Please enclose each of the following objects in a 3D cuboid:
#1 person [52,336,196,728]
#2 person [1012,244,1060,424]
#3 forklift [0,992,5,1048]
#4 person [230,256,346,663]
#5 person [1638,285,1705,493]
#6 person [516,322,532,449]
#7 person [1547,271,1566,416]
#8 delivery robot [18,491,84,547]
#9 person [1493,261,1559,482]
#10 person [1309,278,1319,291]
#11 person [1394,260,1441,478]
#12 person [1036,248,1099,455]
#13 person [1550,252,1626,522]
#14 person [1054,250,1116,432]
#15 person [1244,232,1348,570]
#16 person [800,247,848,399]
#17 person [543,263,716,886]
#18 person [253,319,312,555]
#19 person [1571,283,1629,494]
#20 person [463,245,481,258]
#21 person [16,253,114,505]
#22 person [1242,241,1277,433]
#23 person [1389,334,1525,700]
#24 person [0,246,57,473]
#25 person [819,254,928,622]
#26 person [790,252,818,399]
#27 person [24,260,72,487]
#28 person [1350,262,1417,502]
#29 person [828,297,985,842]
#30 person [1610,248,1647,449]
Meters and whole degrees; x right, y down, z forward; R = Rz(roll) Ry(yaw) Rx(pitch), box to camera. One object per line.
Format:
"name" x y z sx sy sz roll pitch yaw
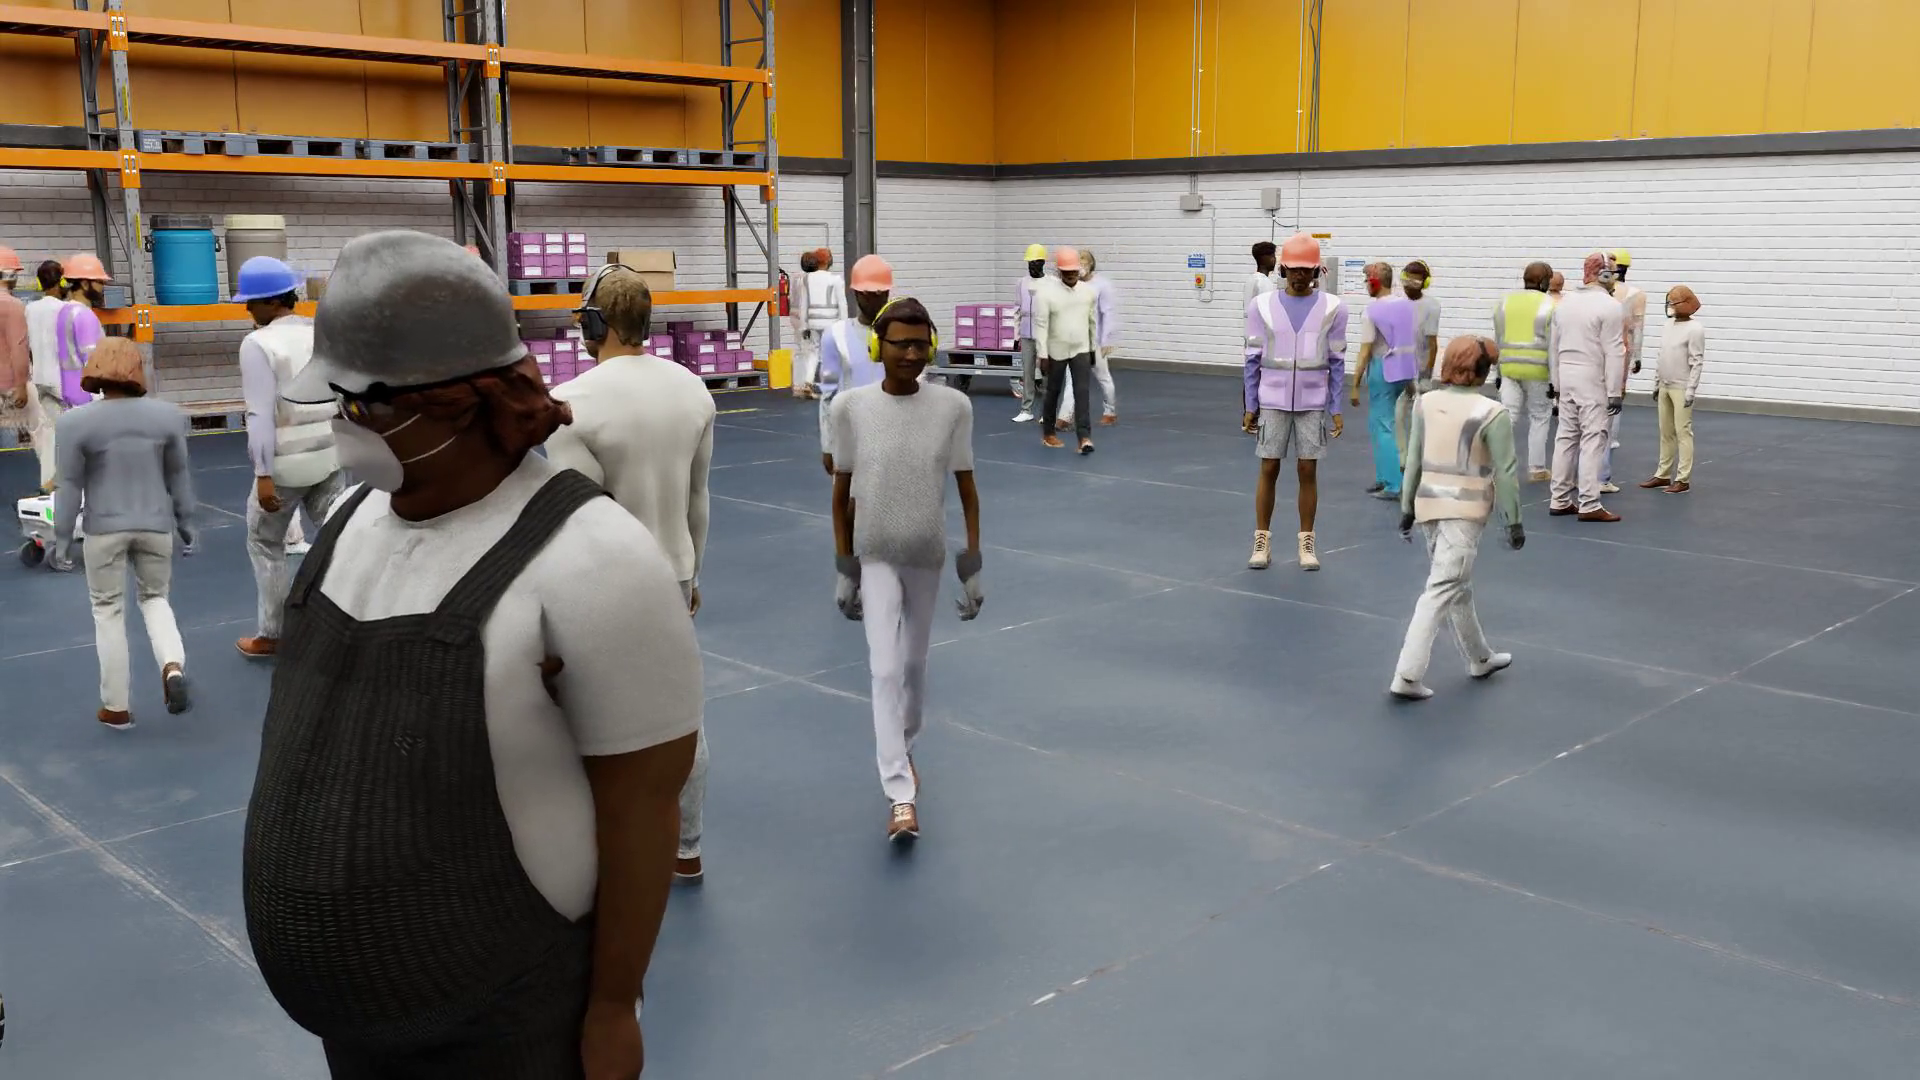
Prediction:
"person" -3.387 -0.018 6.785 0.552 1.610 0.448 -9 14 -42
"person" 0.829 -2.220 17.960 0.588 1.927 0.371 6 12 31
"forklift" -3.245 0.323 3.363 2.313 2.155 1.214 2 11 13
"person" -3.118 -0.341 7.718 0.780 1.912 0.654 5 12 25
"person" 5.644 -1.186 13.125 0.284 1.633 0.498 -2 11 -11
"person" -2.250 -0.287 7.842 0.920 1.781 0.572 -7 12 -33
"person" 6.565 -2.165 18.461 0.544 1.623 0.372 4 11 20
"delivery robot" -5.424 -0.181 10.307 0.477 0.478 0.707 5 13 28
"person" 4.572 -1.346 13.490 0.763 1.821 0.632 -9 14 -42
"person" 4.171 -2.453 20.070 0.522 1.619 0.375 -3 11 -16
"person" 3.732 -1.364 13.573 0.576 1.821 0.547 -7 12 -32
"person" 1.007 -1.762 15.527 0.650 1.907 1.065 -2 11 -12
"person" 4.491 -1.086 11.838 0.402 1.904 0.651 -4 11 -20
"person" 1.328 -2.071 17.328 0.656 1.875 1.086 8 13 36
"person" 2.018 -0.825 10.050 0.605 2.038 0.387 2 11 10
"person" -1.631 -2.601 20.173 0.601 1.875 0.505 4 11 23
"person" -0.996 0.153 4.991 0.372 1.940 0.631 7 12 33
"person" -4.322 -0.721 10.578 0.308 1.638 0.511 -9 14 -41
"person" 4.995 -1.243 13.095 0.523 1.761 0.323 9 14 40
"person" -5.401 -2.261 18.216 0.570 1.914 0.441 5 12 27
"person" -5.959 -0.977 11.239 0.824 1.913 0.553 -8 13 -37
"person" 3.102 -2.083 17.107 0.367 1.966 0.607 -2 11 -11
"person" 2.203 -0.103 7.314 0.862 1.590 0.536 -6 12 -30
"person" -7.189 -1.227 12.517 0.613 1.951 1.027 4 11 21
"person" -0.444 -0.532 8.768 0.579 1.927 0.463 -2 11 -9
"person" -1.906 -2.666 20.740 0.453 1.817 0.672 0 10 -2
"person" -6.616 -1.141 12.311 0.593 1.839 0.619 4 11 22
"person" 3.193 -1.204 12.709 0.595 1.815 0.628 -9 14 -40
"person" -0.184 0.081 5.712 0.517 1.814 0.963 -2 11 -10
"person" 6.125 -1.788 15.668 0.587 1.911 0.518 8 13 38
